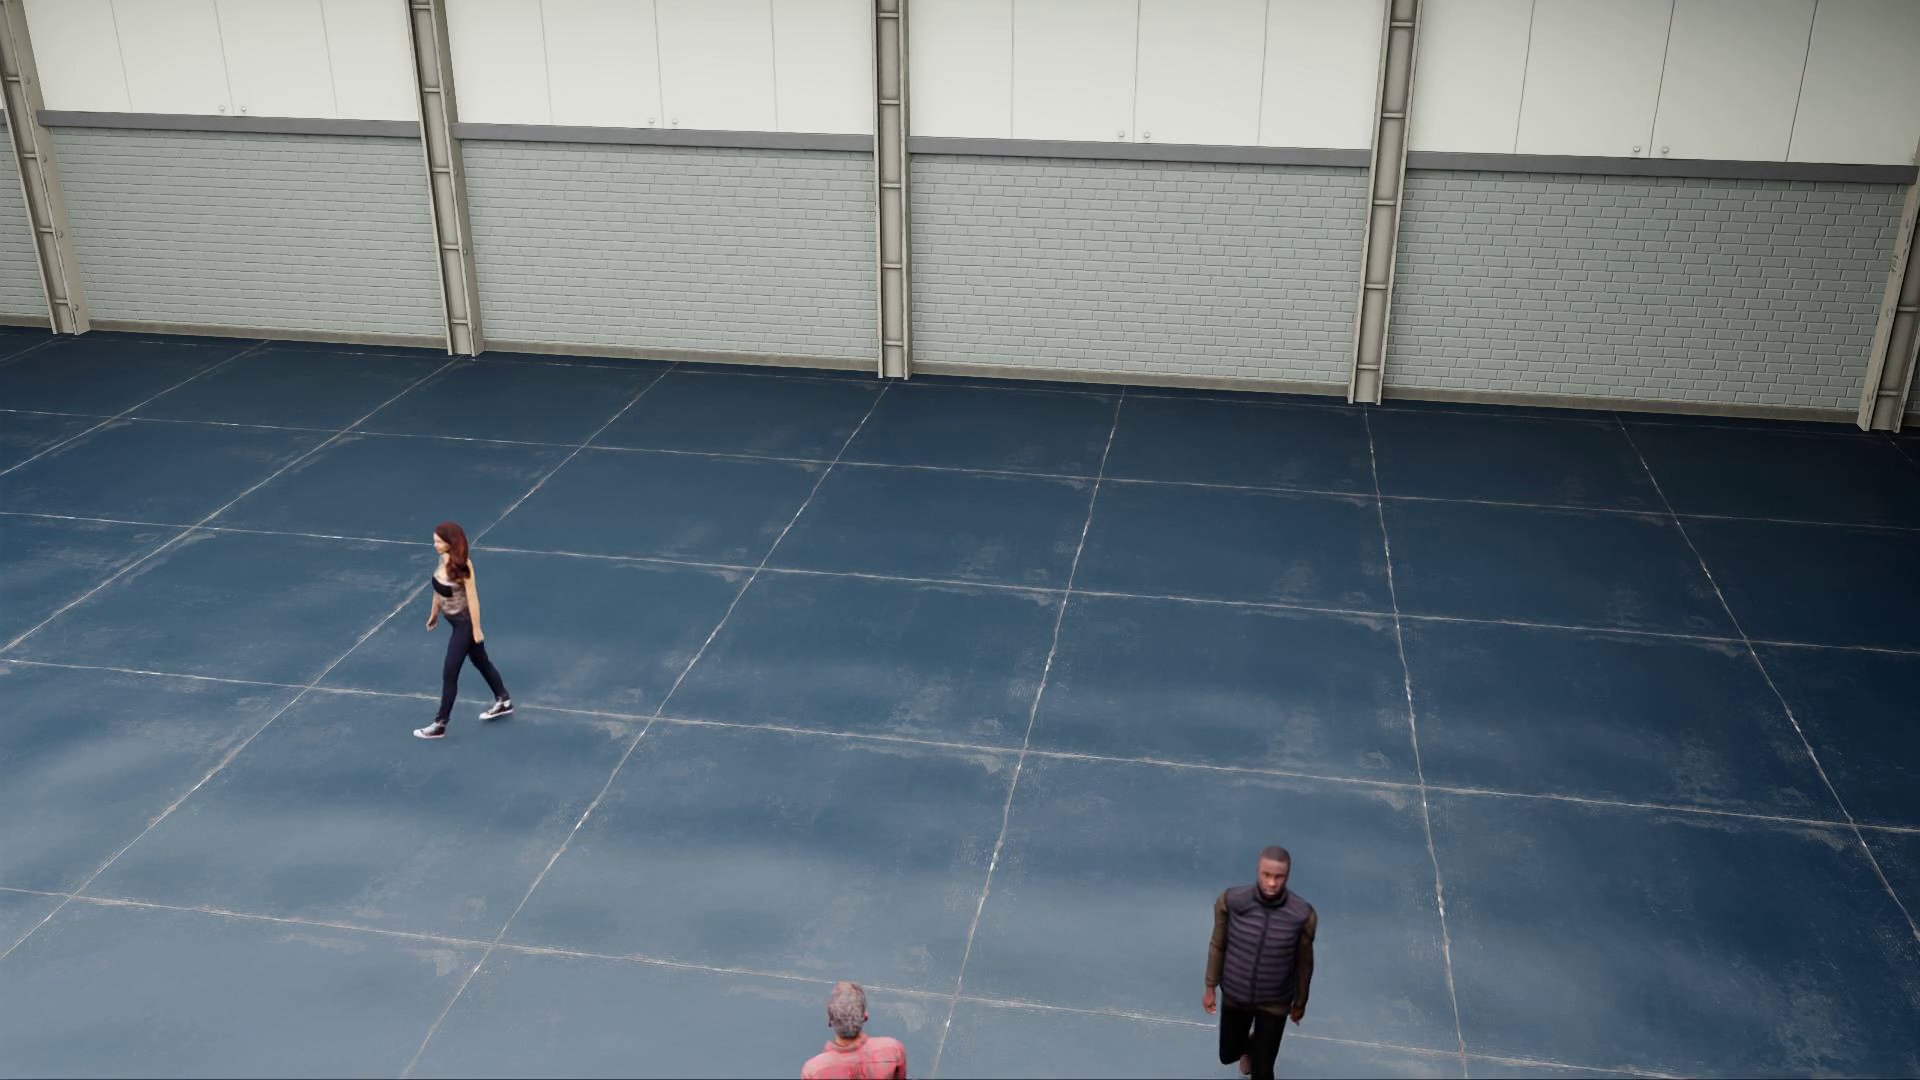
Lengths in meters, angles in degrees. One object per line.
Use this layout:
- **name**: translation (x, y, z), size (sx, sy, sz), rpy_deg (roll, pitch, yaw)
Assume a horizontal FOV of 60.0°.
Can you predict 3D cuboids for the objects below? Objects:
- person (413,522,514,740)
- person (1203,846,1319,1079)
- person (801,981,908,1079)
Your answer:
- **person**: translation (-3.782, 0.657, 12.957), size (1.119, 1.727, 1.091), rpy_deg (-17, 28, -34)
- **person**: translation (1.582, 2.371, 8.809), size (0.986, 1.817, 0.875), rpy_deg (8, 24, 17)
- **person**: translation (-0.448, 2.872, 7.650), size (1.182, 1.803, 1.010), rpy_deg (-4, 23, -10)
